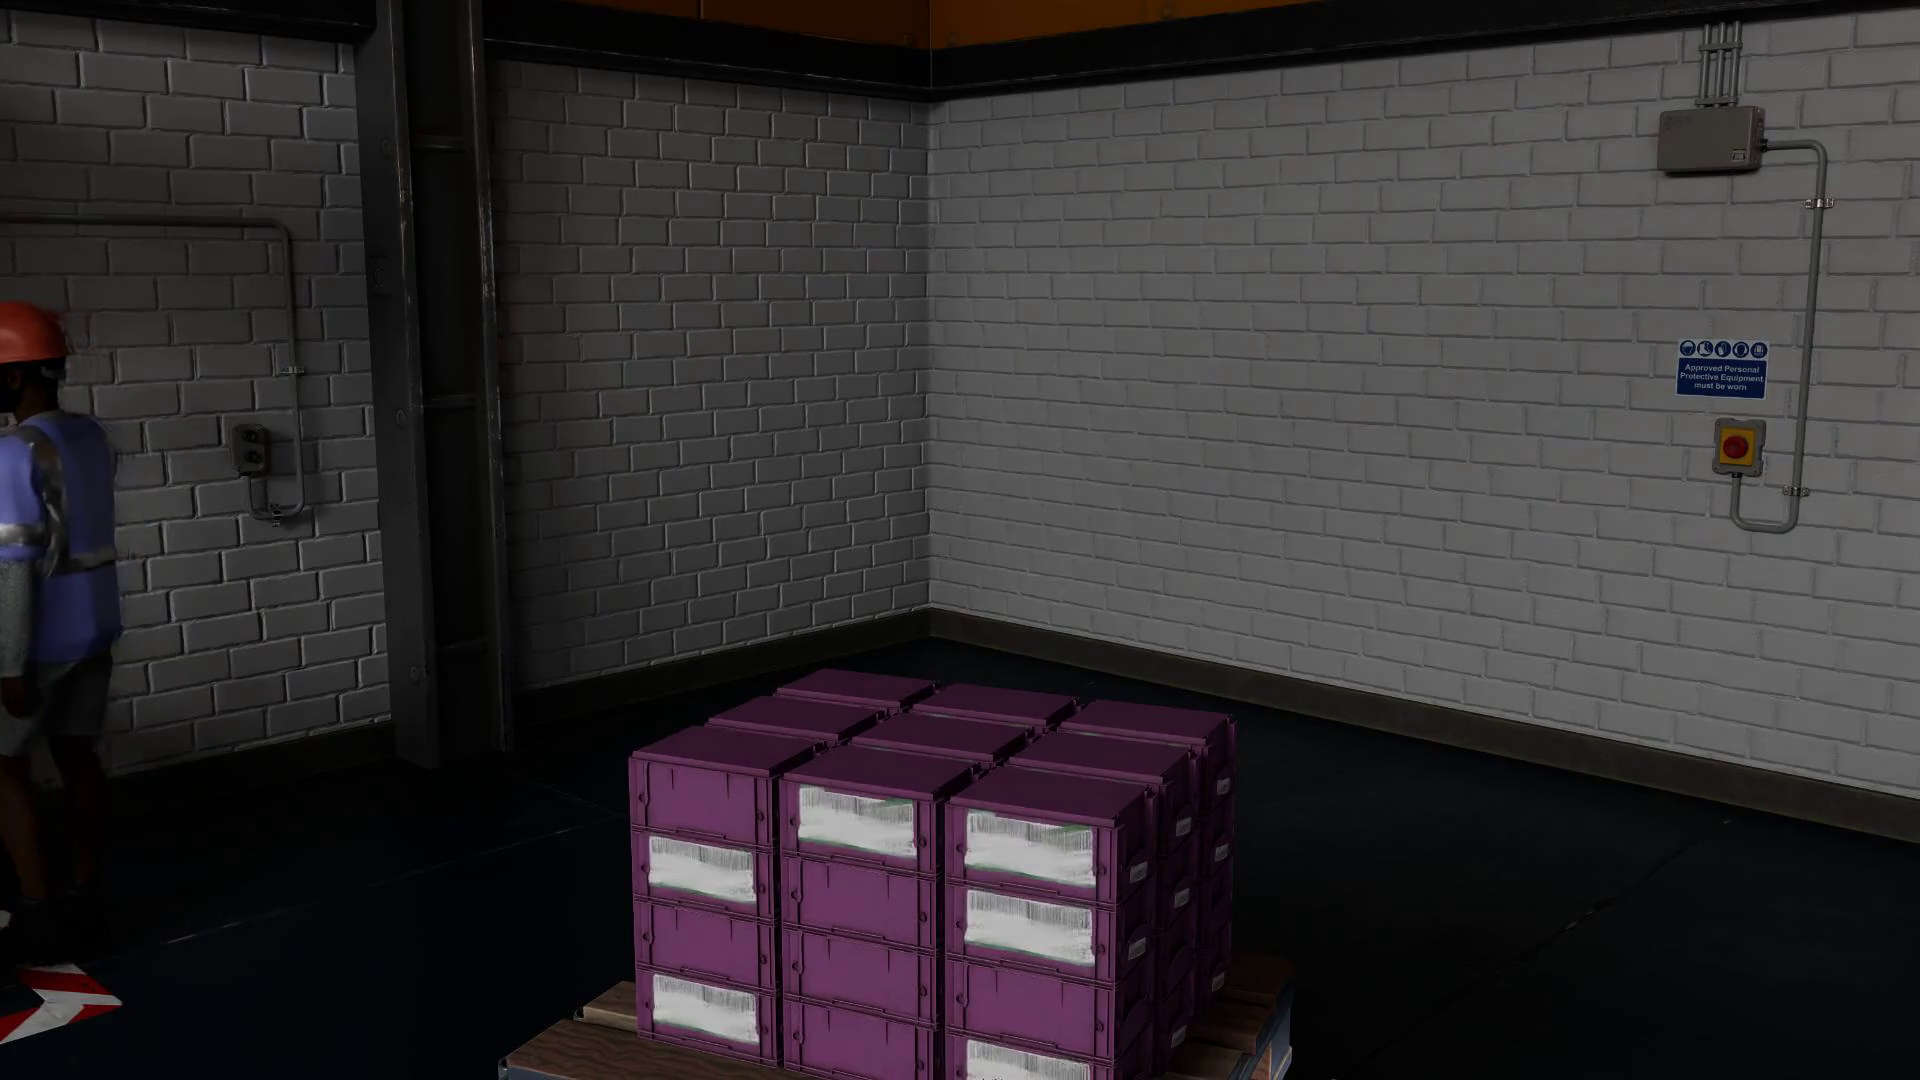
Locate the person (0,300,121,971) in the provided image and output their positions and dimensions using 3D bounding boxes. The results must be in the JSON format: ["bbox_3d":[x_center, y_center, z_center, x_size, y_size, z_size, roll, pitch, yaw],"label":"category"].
[{"bbox_3d":[-2.699,0.271,4.887,0.423,1.932,0.565,0,9,3],"label":"person"}]
